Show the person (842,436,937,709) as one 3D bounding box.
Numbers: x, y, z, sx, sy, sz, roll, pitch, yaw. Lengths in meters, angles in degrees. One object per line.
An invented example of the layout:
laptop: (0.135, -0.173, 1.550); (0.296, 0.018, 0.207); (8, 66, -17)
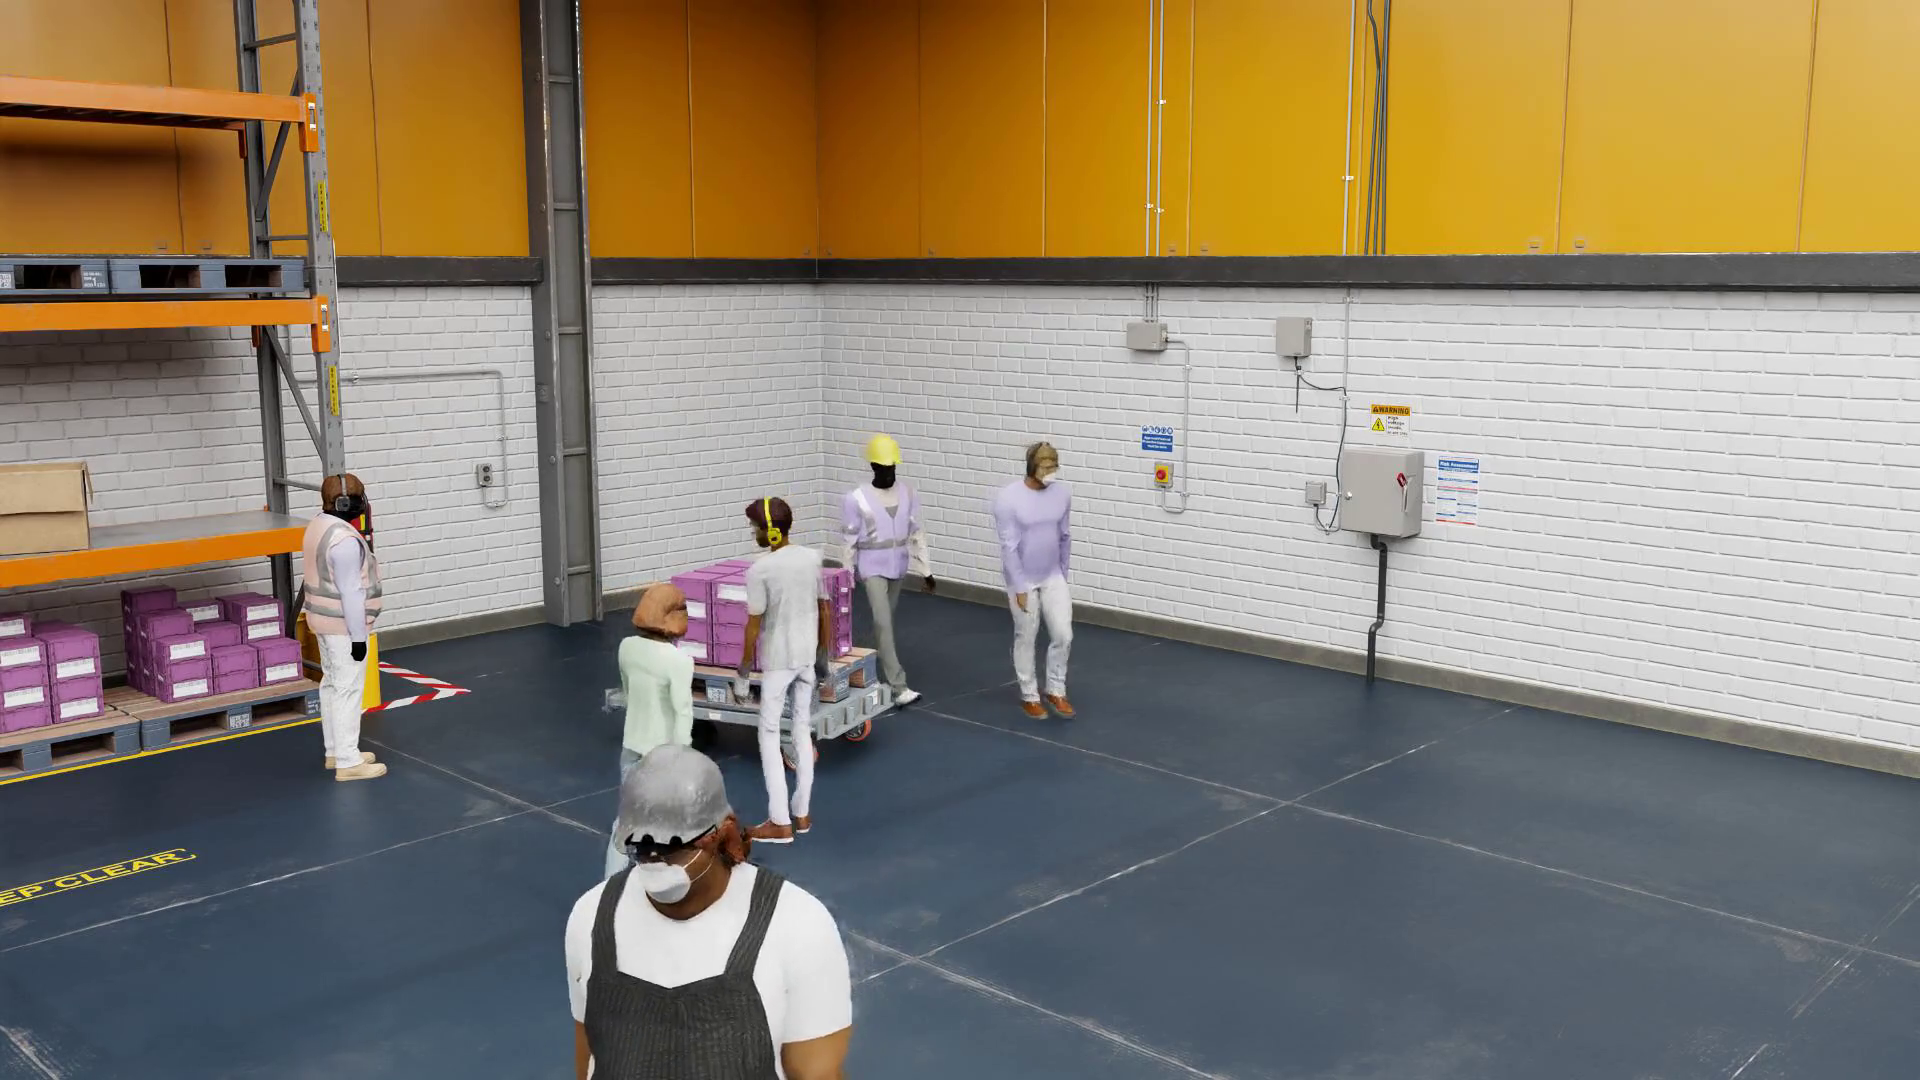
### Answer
person: (-0.490, 0.217, 11.601); (0.591, 1.876, 0.981); (-7, 12, -37)

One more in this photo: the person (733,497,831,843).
person: (-0.915, 0.684, 8.834); (0.587, 1.844, 0.376); (-8, 12, -42)

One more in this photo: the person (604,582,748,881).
person: (-1.388, 0.978, 7.801); (0.517, 1.587, 0.845); (6, 11, 34)

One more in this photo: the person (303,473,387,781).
person: (-3.664, 0.514, 9.930); (0.431, 1.836, 0.622); (-7, 12, -37)

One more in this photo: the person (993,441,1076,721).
person: (0.505, 0.286, 11.078); (0.631, 1.904, 0.537); (-5, 10, -27)
